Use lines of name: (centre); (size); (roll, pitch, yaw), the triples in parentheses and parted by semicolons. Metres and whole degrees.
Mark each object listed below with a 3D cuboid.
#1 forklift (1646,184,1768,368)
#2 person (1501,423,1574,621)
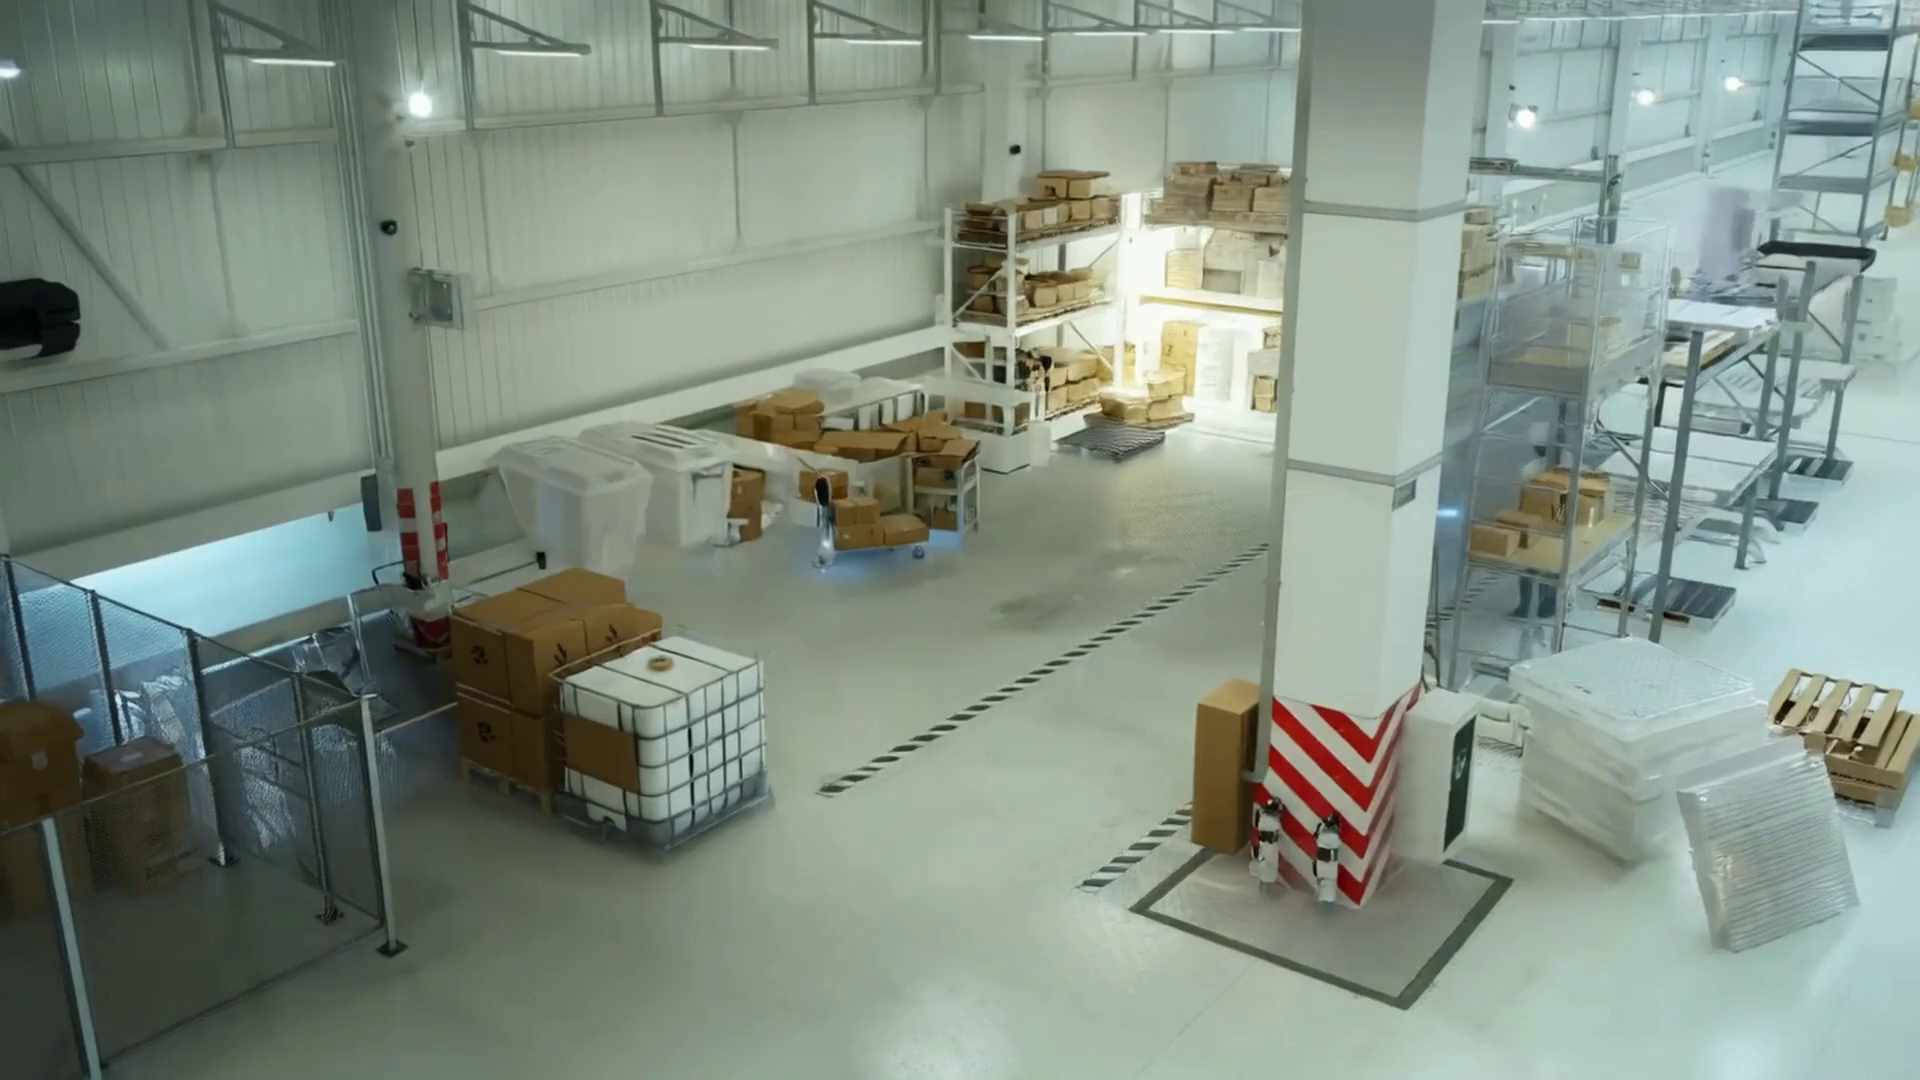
forklift: (12.075, -4.269, 26.683); (1.873, 2.768, 1.129); (13, 22, 34)
person: (5.476, -0.155, 15.647); (0.755, 1.905, 0.491); (-2, 18, -7)
